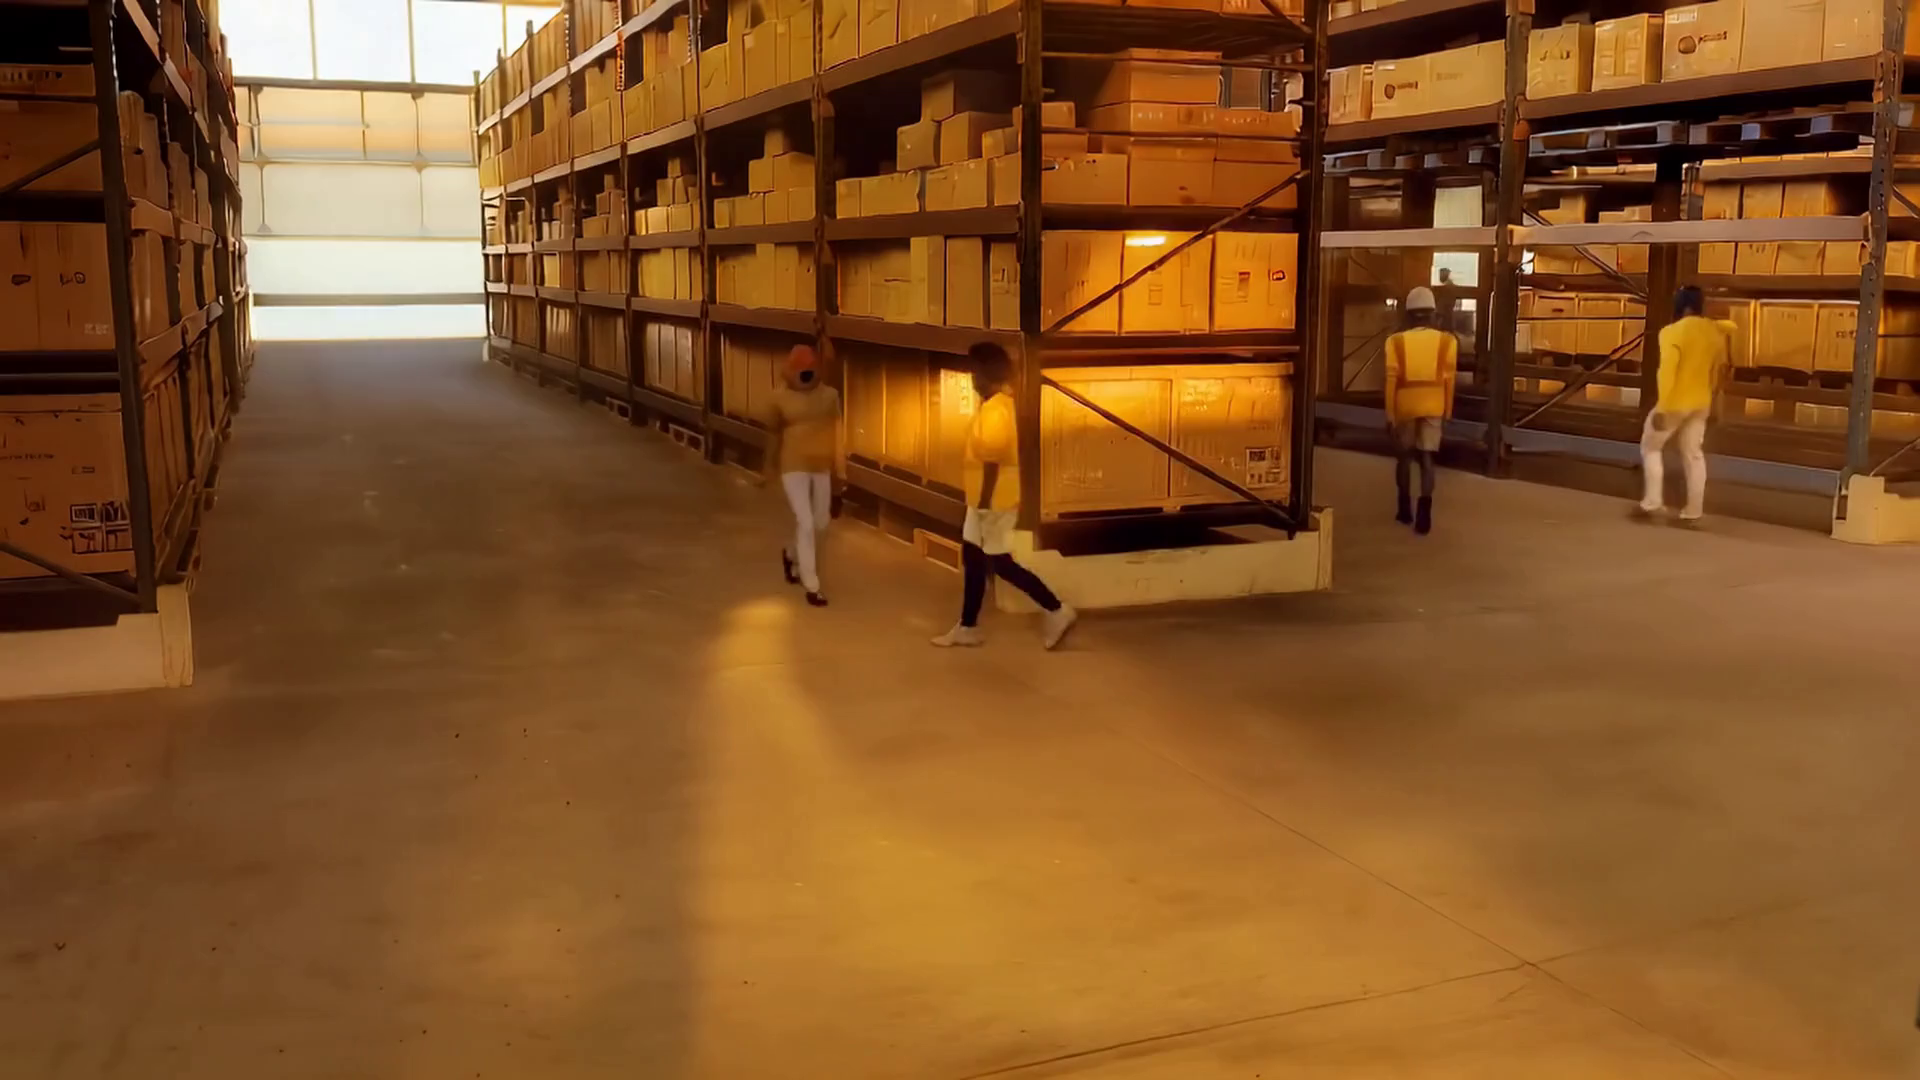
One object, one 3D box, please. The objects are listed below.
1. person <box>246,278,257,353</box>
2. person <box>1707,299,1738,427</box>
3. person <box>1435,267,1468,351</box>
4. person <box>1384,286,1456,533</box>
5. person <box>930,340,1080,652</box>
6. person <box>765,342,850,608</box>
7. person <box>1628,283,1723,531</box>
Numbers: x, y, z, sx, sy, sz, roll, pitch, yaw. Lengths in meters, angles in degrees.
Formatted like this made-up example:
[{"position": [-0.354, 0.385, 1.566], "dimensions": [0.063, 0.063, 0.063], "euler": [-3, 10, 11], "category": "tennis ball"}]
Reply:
[{"position": [-16.360, -5.154, 38.119], "dimensions": [0.339, 1.747, 0.564], "euler": [-7, 12, -35], "category": "person"}, {"position": [9.181, -2.106, 20.204], "dimensions": [0.286, 1.635, 0.497], "euler": [-9, 13, -43], "category": "person"}, {"position": [11.005, -5.152, 37.455], "dimensions": [0.821, 1.971, 0.625], "euler": [8, 12, 40], "category": "person"}, {"position": [3.548, -1.014, 12.873], "dimensions": [0.542, 1.900, 0.923], "euler": [2, 10, 12], "category": "person"}, {"position": [0.240, -0.219, 8.795], "dimensions": [0.758, 1.673, 0.541], "euler": [1, 10, 4], "category": "person"}, {"position": [-0.977, -0.427, 10.238], "dimensions": [0.498, 1.602, 0.729], "euler": [-6, 11, -33], "category": "person"}, {"position": [5.576, -1.042, 13.006], "dimensions": [0.655, 1.909, 0.736], "euler": [-4, 10, -24], "category": "person"}]
